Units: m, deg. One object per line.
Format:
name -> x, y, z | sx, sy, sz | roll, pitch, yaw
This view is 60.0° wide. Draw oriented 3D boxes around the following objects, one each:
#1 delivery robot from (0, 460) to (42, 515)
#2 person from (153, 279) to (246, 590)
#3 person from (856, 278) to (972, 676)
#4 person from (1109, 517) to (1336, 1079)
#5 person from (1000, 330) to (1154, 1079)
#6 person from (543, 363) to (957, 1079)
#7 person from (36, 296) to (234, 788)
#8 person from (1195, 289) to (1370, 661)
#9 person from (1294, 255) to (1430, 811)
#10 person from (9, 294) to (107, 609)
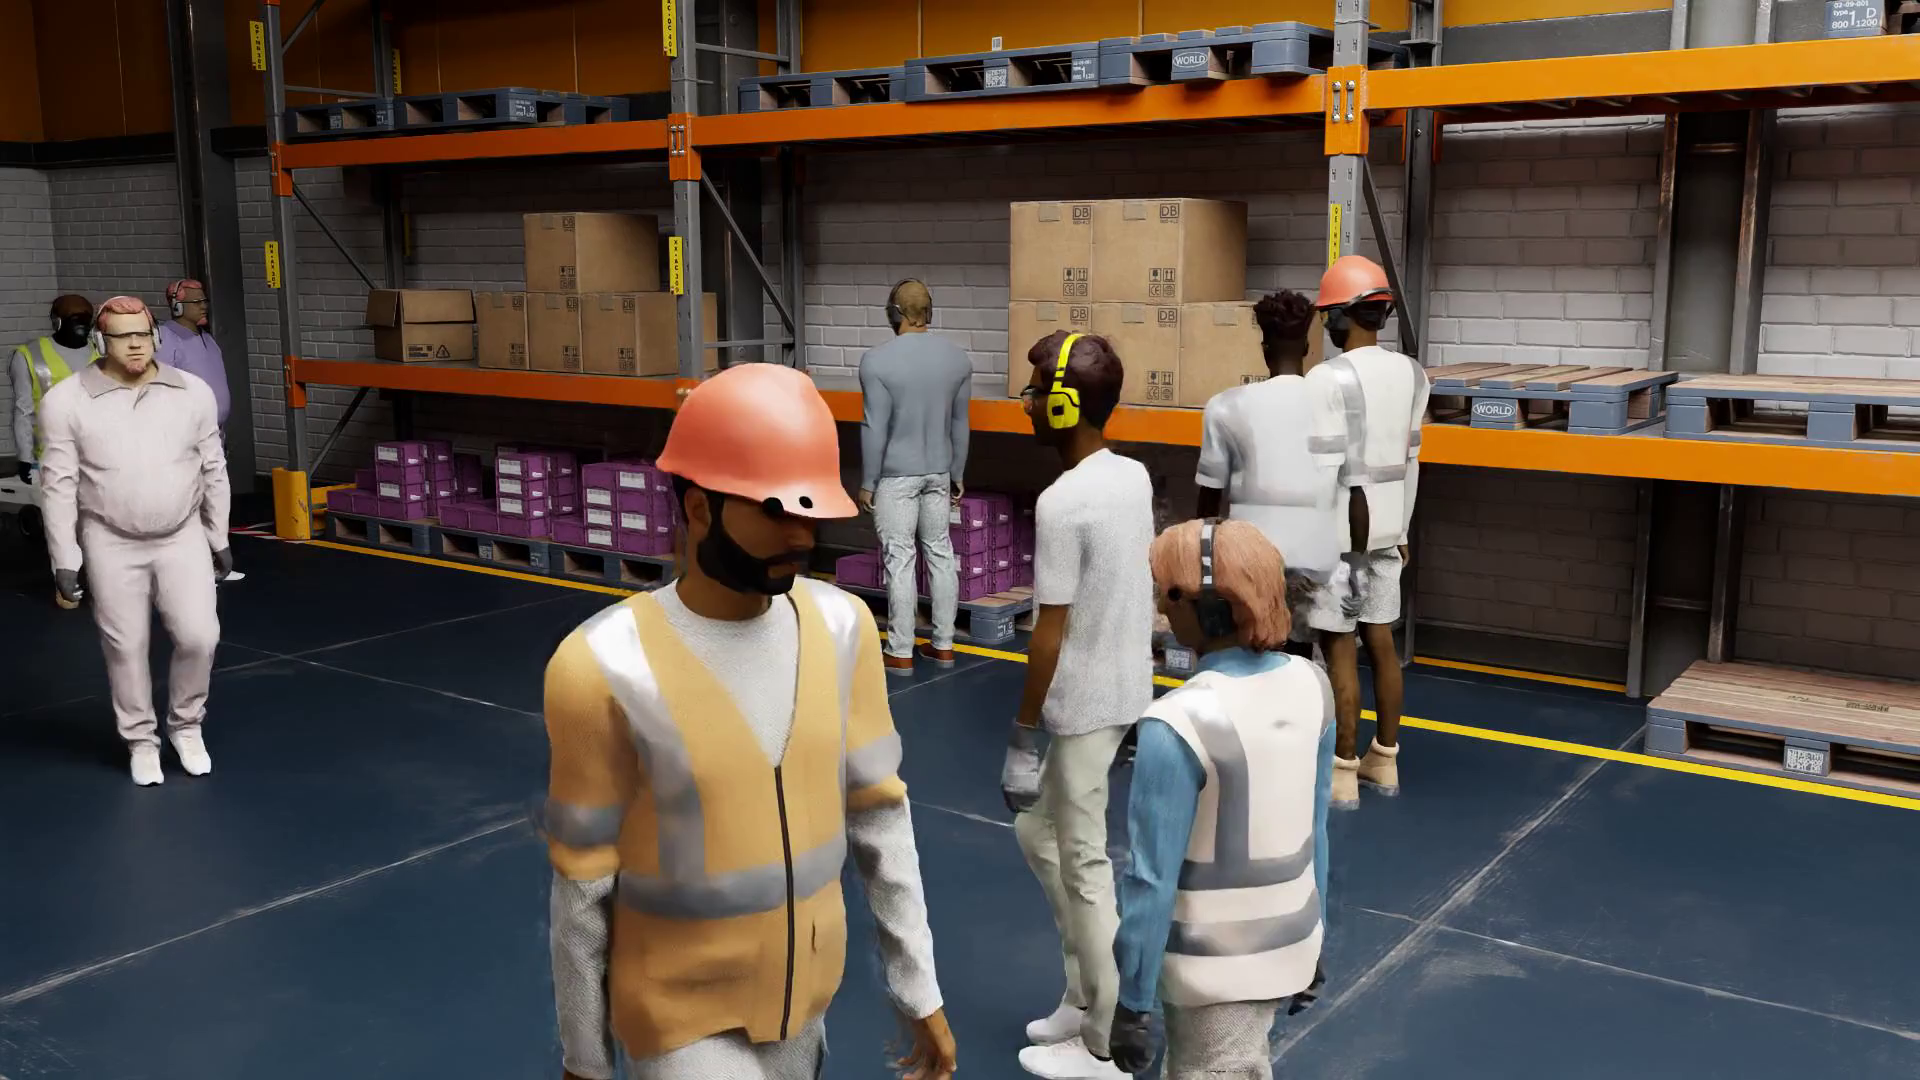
delivery robot -> -6.758, -0.342, 12.217 | 0.707, 0.478, 0.477 | 6, 11, 31
person -> -4.722, -0.649, 10.304 | 0.407, 1.910, 0.639 | 1, 10, 3
person -> -0.231, -0.305, 8.160 | 0.637, 1.937, 0.357 | -7, 12, -36
person -> 0.505, 0.750, 2.886 | 0.821, 1.597, 0.514 | 9, 13, 43
person -> 0.240, 0.427, 4.033 | 0.495, 1.856, 0.549 | 4, 10, 25
person -> -0.353, 0.667, 2.540 | 0.557, 1.892, 0.977 | -9, 13, -42
person -> -3.121, 0.023, 6.364 | 0.679, 1.888, 0.491 | -7, 12, -36
person -> 1.184, 0.037, 6.187 | 0.621, 1.910, 0.992 | 0, 10, 1
person -> 1.444, -0.025, 6.187 | 0.615, 2.039, 0.392 | -7, 12, -37
person -> -5.087, -0.500, 9.624 | 0.436, 1.831, 0.660 | 9, 13, 43
